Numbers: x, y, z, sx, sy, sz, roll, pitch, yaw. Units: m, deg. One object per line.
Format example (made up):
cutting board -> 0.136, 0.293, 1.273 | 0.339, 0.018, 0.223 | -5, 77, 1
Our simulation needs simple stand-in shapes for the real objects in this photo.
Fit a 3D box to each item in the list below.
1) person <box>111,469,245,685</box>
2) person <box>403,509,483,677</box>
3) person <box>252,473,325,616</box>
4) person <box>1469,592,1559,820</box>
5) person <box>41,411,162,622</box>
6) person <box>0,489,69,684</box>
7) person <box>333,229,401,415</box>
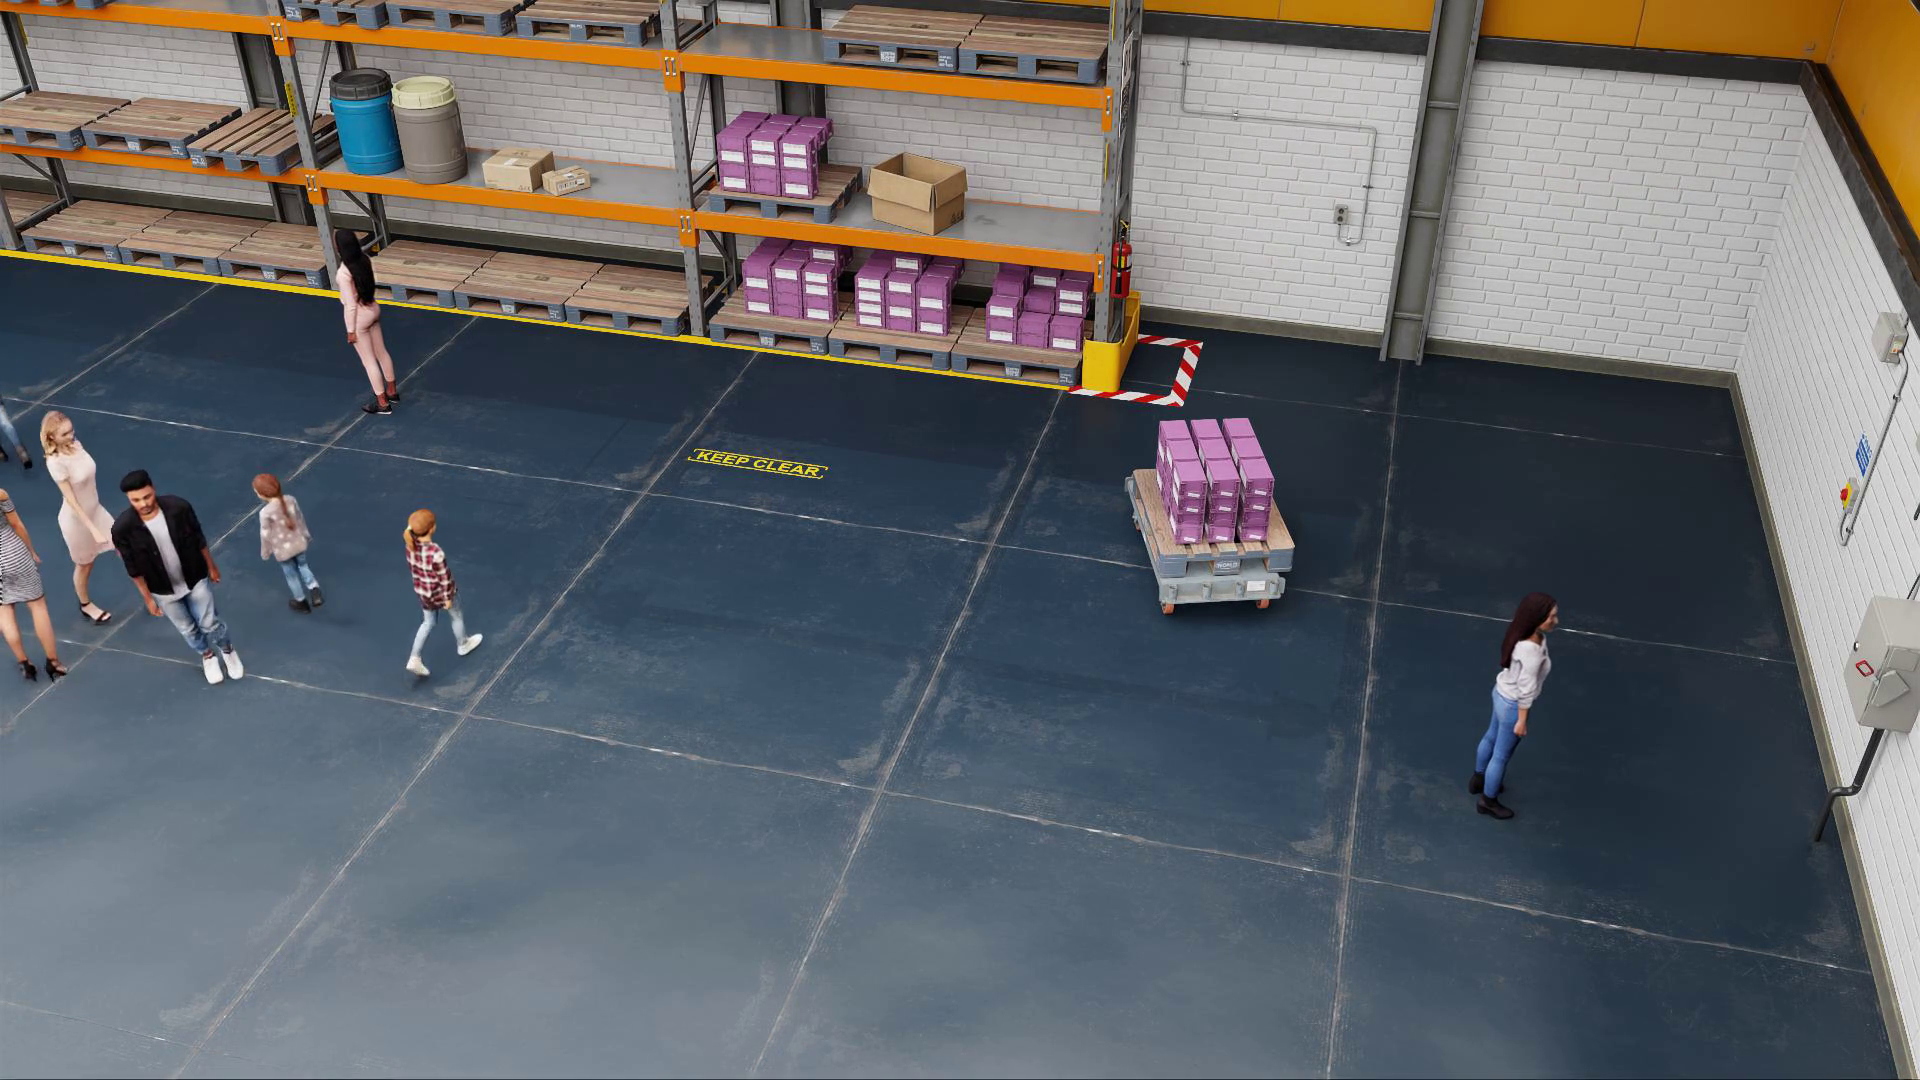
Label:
person -> -5.398, 0.213, 11.396 | 0.834, 1.774, 0.904 | -20, 38, -27
person -> -3.708, 0.372, 11.596 | 0.870, 1.288, 0.732 | 18, 37, 25
person -> -4.884, 0.050, 12.180 | 0.644, 1.177, 0.599 | 19, 38, 26
person -> 3.424, 1.007, 10.331 | 0.563, 1.630, 0.633 | 3, 34, 4
person -> -6.348, -0.128, 11.893 | 1.039, 1.793, 0.642 | 3, 34, 5
person -> -6.537, 0.212, 11.364 | 0.684, 1.811, 0.785 | -9, 35, -13
person -> -5.258, -1.935, 14.677 | 0.531, 1.720, 0.634 | 6, 34, 9
